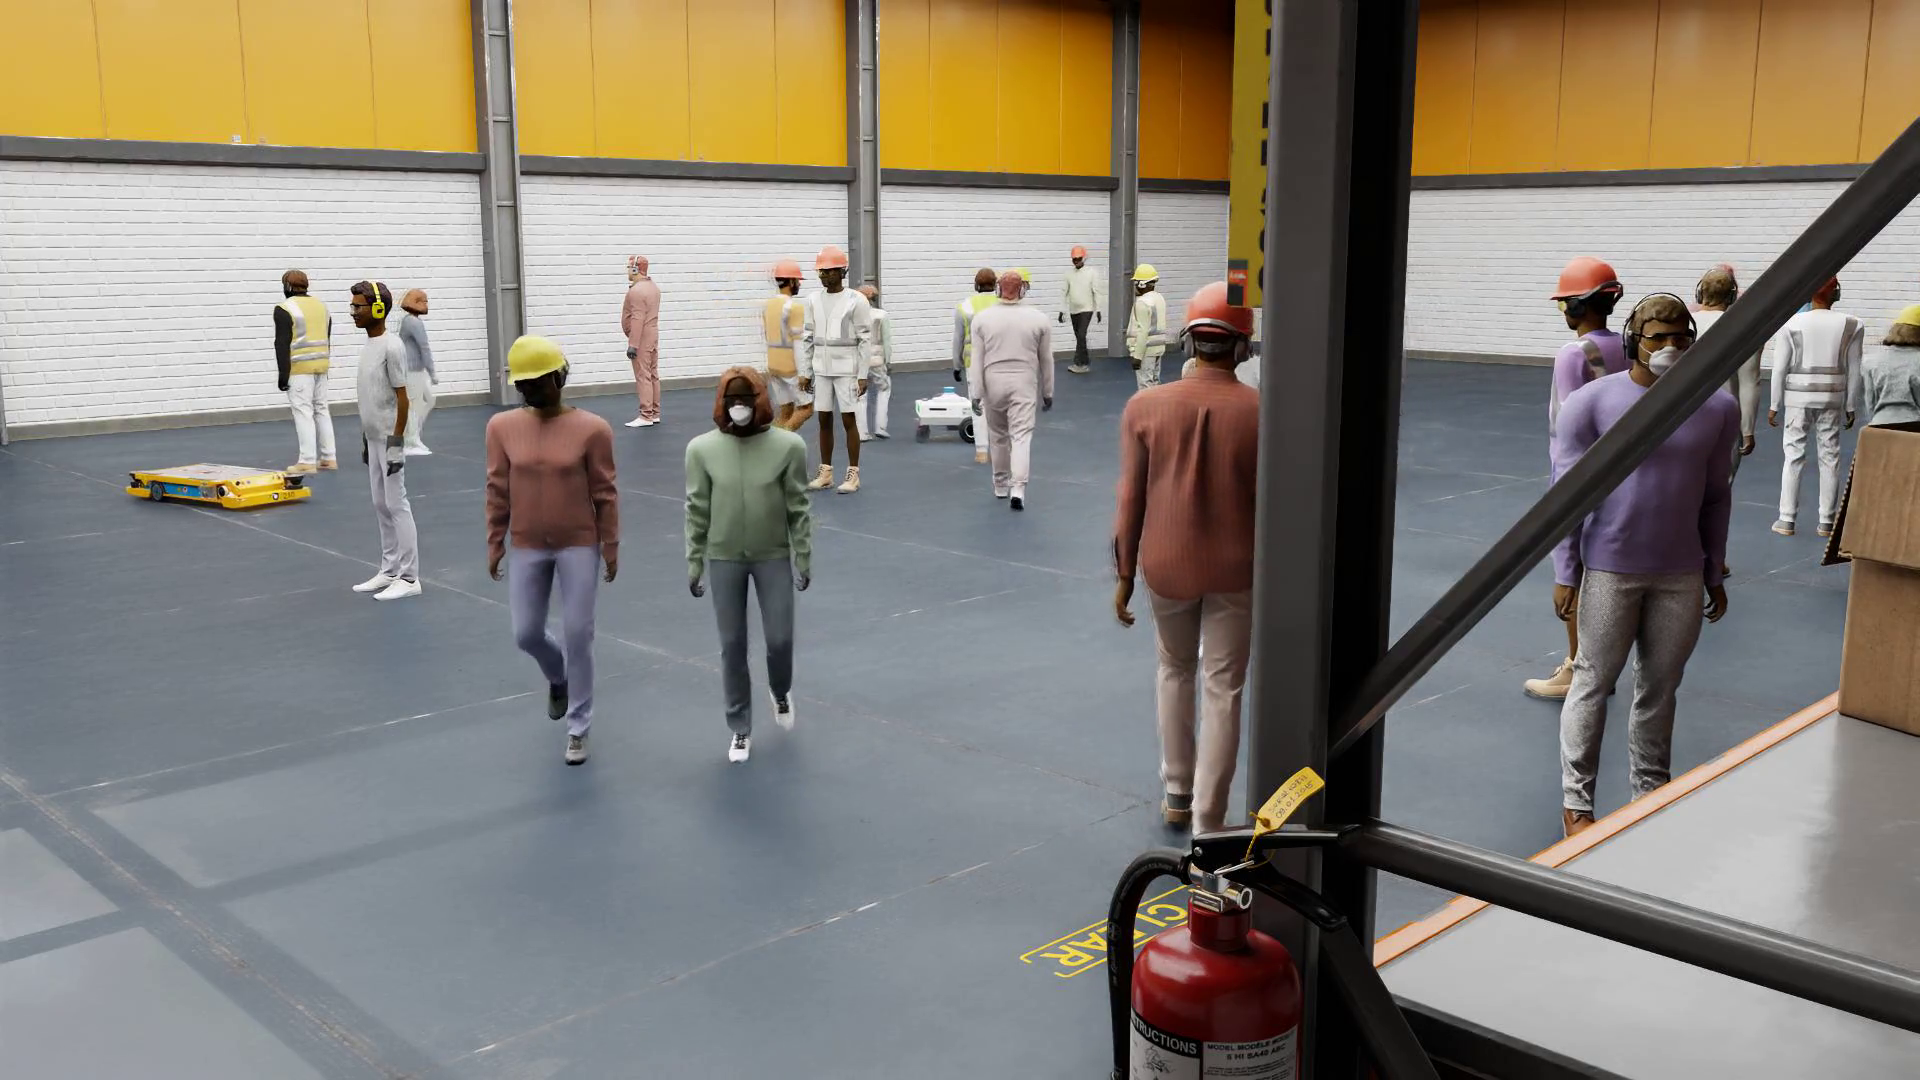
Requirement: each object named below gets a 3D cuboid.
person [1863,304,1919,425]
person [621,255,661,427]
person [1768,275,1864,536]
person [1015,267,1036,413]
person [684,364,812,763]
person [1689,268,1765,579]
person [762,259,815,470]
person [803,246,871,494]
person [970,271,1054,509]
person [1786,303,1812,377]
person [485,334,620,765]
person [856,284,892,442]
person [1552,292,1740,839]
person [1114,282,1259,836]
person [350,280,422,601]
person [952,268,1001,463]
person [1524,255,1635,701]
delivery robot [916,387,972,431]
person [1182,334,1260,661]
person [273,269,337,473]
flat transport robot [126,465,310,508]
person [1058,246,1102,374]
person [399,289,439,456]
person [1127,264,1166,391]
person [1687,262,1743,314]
[{"bbox_3d":[5.898,-0.618,10.419,0.484,1.698,0.741,10,14,42],"label":"person"},{"bbox_3d":[-3.582,-2.223,18.630,0.406,1.911,0.639,2,11,9],"label":"person"},{"bbox_3d":[6.066,-0.962,11.826,0.576,1.881,0.354,3,11,17],"label":"person"},{"bbox_3d":[0.662,-2.383,19.925,0.442,1.750,0.540,-1,10,-7],"label":"person"},{"bbox_3d":[-0.861,0.090,6.802,0.515,1.624,0.402,-1,10,-3],"label":"person"},{"bbox_3d":[4.635,-0.711,10.345,0.368,1.932,0.622,-10,15,-44],"label":"person"},{"bbox_3d":[-1.540,-1.535,14.831,0.447,1.921,0.575,-8,13,-38],"label":"person"},{"bbox_3d":[-1.043,-1.398,13.762,0.616,2.041,0.378,5,12,27],"label":"person"},{"bbox_3d":[0.413,-1.193,13.152,0.660,1.861,0.995,0,10,2],"label":"person"},{"bbox_3d":[11.317,-2.791,22.301,0.321,1.697,0.529,-3,11,-15],"label":"person"},{"bbox_3d":[-1.654,0.019,6.843,0.545,1.737,0.531,0,10,0],"label":"person"},{"bbox_3d":[-0.927,-1.835,17.269,0.551,1.618,0.537,3,11,18],"label":"person"},{"bbox_3d":[2.364,0.117,5.782,0.635,1.939,0.362,-1,10,-3],"label":"person"},{"bbox_3d":[0.895,0.093,5.831,0.652,1.965,0.761,4,11,19],"label":"person"},{"bbox_3d":[-3.409,-0.583,9.793,0.325,1.871,0.521,-9,13,-39],"label":"person"},{"bbox_3d":[0.245,-1.656,15.756,0.650,1.822,0.629,-1,10,-4],"label":"person"},{"bbox_3d":[2.834,-0.268,7.618,0.613,2.034,0.393,-9,14,-42],"label":"person"},{"bbox_3d":[-0.109,-1.344,17.261,0.707,0.478,0.477,0,10,-1],"label":"delivery robot"},{"bbox_3d":[1.382,-0.341,8.552,0.523,1.848,0.740,4,11,23],"label":"person"},{"bbox_3d":[-5.915,-1.514,15.009,0.434,1.832,0.635,4,11,20],"label":"person"},{"bbox_3d":[-6.001,-0.450,13.427,1.431,0.197,0.652,6,12,30],"label":"flat transport robot"},{"bbox_3d":[1.790,-3.535,25.641,0.655,1.951,0.947,7,12,33],"label":"person"},{"bbox_3d":[-5.270,-1.622,16.145,0.403,1.619,0.518,-5,12,-27],"label":"person"},{"bbox_3d":[1.955,-1.984,17.529,0.404,1.834,0.591,5,12,26],"label":"person"},{"bbox_3d":[7.315,-1.739,16.073,0.645,1.882,0.864,0,10,0],"label":"person"}]
